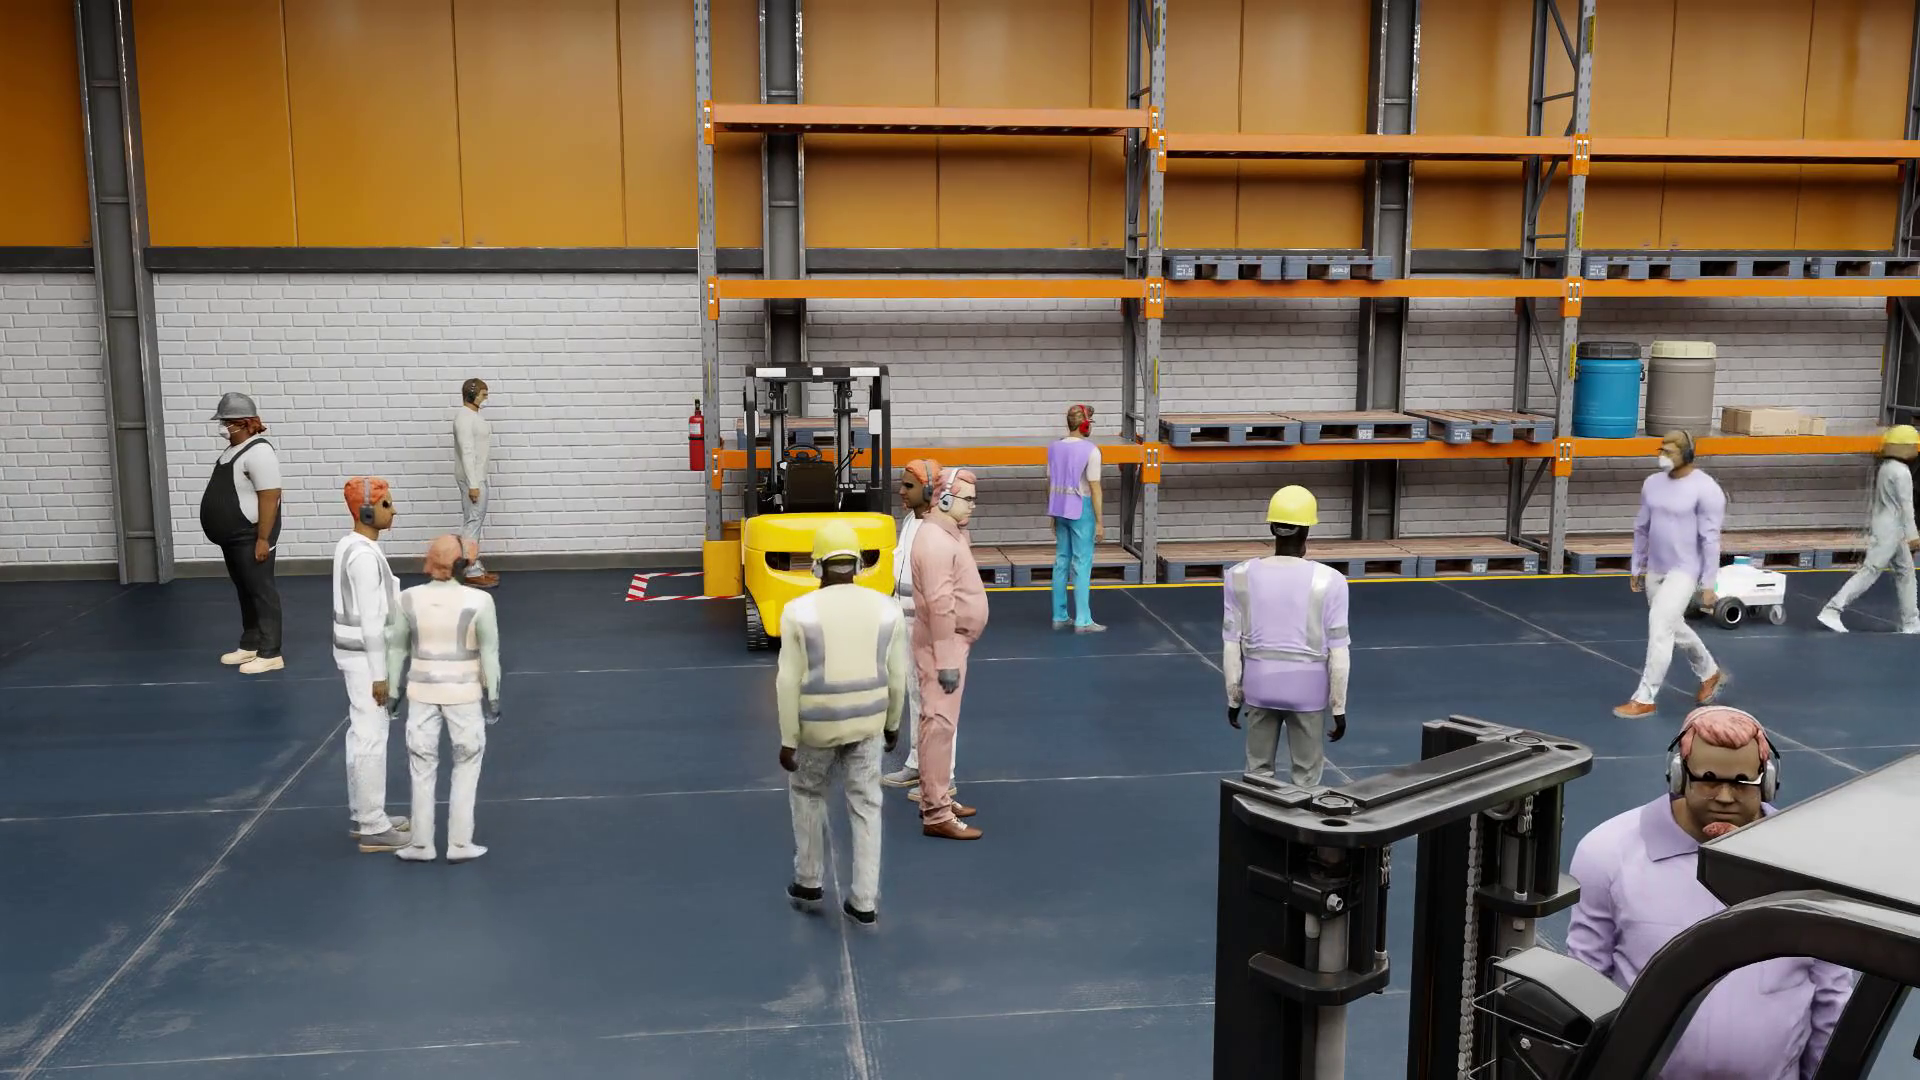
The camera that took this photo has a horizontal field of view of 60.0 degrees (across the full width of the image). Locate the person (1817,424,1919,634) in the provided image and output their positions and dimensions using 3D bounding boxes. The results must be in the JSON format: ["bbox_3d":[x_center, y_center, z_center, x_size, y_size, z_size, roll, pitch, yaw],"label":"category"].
[{"bbox_3d":[7.370,-0.079,13.274,0.888,1.701,0.488,3,10,19],"label":"person"}]

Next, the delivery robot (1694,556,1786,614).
[{"bbox_3d":[6.418,0.377,13.699,0.707,0.478,0.477,-2,9,-13],"label":"delivery robot"}]

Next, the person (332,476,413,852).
[{"bbox_3d":[-2.963,0.616,8.363,0.338,1.882,0.583,-5,10,-26],"label":"person"}]

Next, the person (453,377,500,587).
[{"bbox_3d":[-4.485,-0.536,15.394,0.373,1.937,0.629,-2,9,-11],"label":"person"}]

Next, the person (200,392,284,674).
[{"bbox_3d":[-5.220,-0.058,12.082,0.538,2.000,0.689,-8,12,-40],"label":"person"}]

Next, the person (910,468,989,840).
[{"bbox_3d":[-0.054,0.573,8.588,0.403,1.901,0.637,0,9,-1],"label":"person"}]

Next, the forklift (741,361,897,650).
[{"bbox_3d":[-1.154,-0.340,13.365,1.214,2.155,2.313,-1,9,-7],"label":"forklift"}]

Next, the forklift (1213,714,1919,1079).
[{"bbox_3d":[1.441,1.425,2.350,1.214,2.155,2.313,-7,12,-39],"label":"forklift"}]

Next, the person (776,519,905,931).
[{"bbox_3d":[-0.555,0.802,7.440,0.625,1.803,0.699,-4,10,-23],"label":"person"}]

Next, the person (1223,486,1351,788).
[{"bbox_3d":[1.497,0.709,7.651,0.585,1.927,0.366,4,10,24],"label":"person"}]

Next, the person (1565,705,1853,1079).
[{"bbox_3d":[1.751,1.319,3.942,0.645,1.903,0.401,3,9,16],"label":"person"}]

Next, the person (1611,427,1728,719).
[{"bbox_3d":[4.726,0.204,10.894,0.942,1.907,0.643,-3,10,-18],"label":"person"}]

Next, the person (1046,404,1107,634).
[{"bbox_3d":[0.916,-0.168,13.374,0.373,1.843,0.572,-8,12,-41],"label":"person"}]

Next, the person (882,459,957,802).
[{"bbox_3d":[-0.197,0.489,9.159,0.355,1.883,0.573,-5,10,-27],"label":"person"}]

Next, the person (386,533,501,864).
[{"bbox_3d":[-2.525,0.779,8.160,0.569,1.626,0.340,1,9,5],"label":"person"}]
